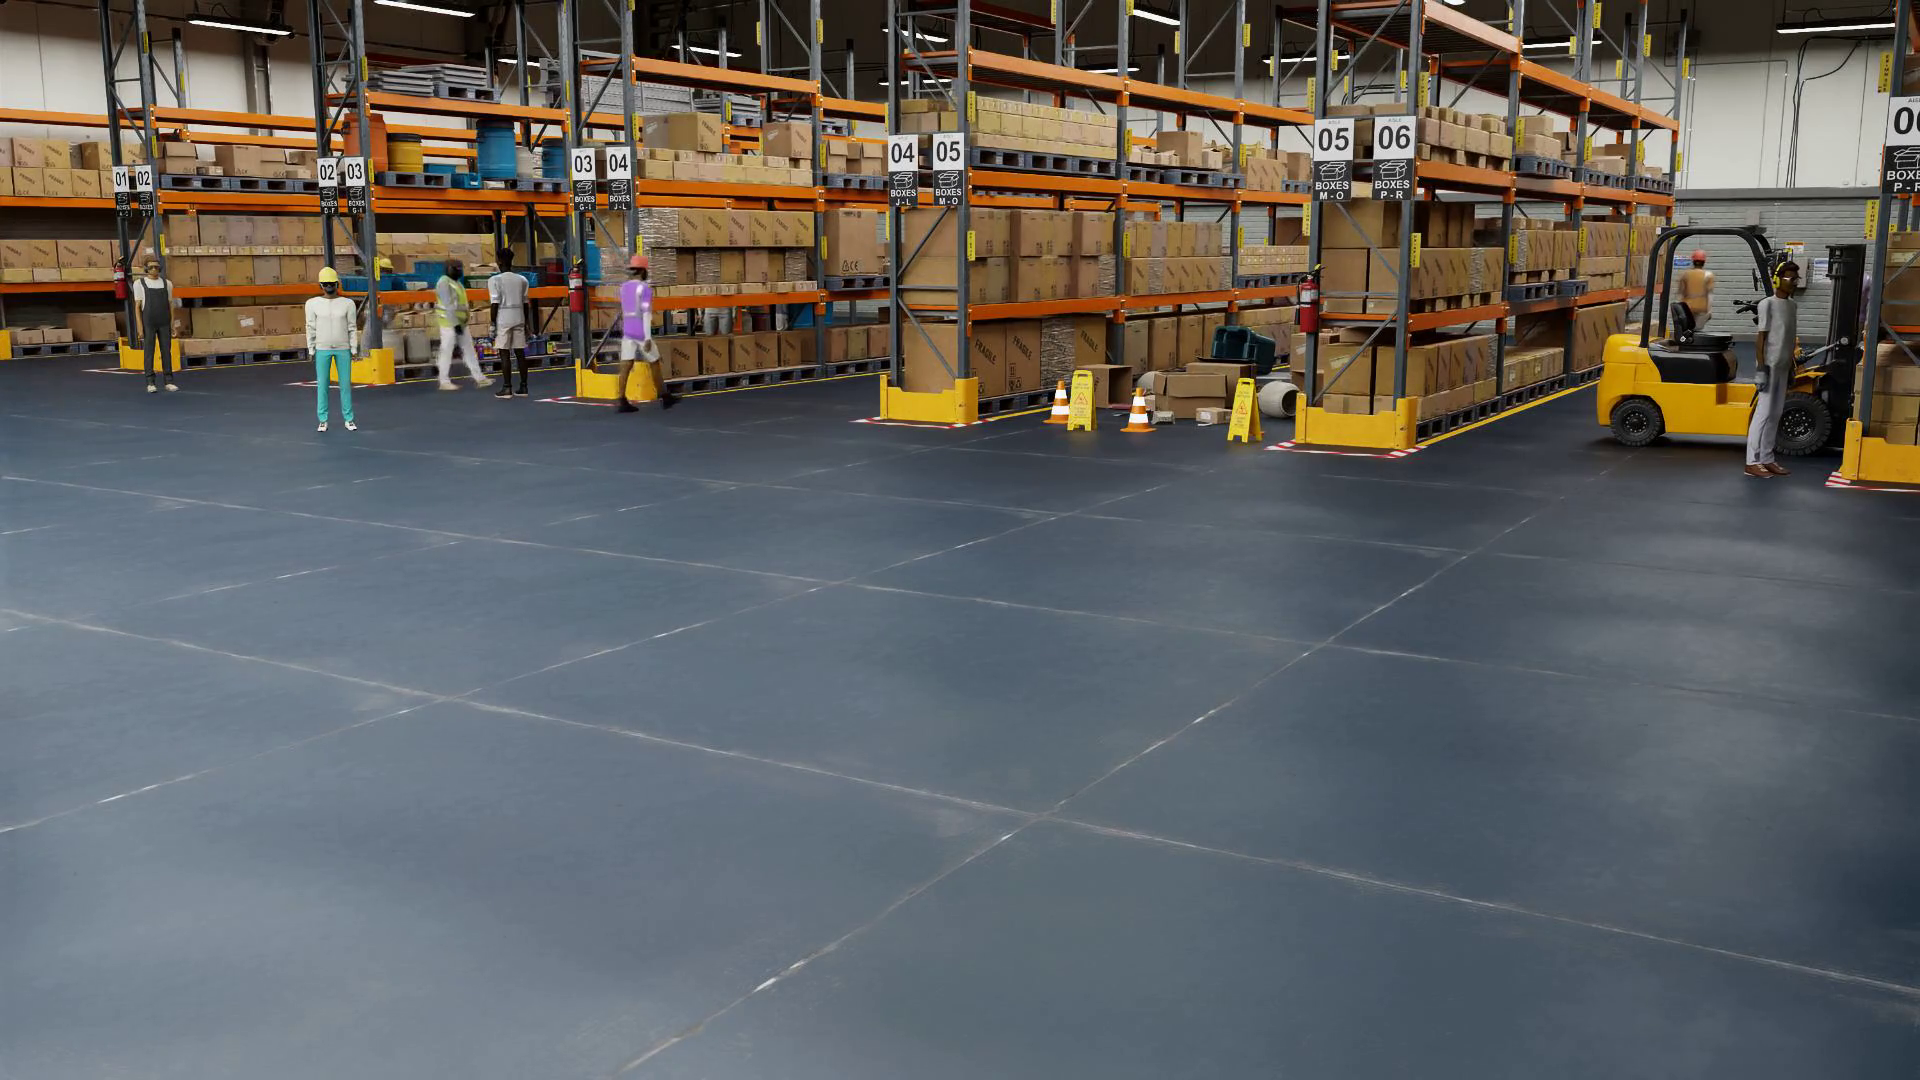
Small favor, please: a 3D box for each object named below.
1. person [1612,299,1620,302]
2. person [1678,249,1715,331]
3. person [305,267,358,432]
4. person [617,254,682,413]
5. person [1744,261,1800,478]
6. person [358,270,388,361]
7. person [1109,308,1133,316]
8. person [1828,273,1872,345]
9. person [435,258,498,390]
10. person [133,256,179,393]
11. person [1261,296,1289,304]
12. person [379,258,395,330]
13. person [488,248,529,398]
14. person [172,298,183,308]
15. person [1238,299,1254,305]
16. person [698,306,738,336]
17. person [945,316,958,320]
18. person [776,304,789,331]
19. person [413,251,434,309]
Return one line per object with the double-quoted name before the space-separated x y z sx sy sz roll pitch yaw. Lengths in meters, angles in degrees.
"person" 12.290 -4.427 30.981 0.940 1.874 0.593 3 11 16
"person" 12.124 -3.828 27.440 0.543 1.926 0.544 7 12 33
"person" -6.766 -2.051 17.948 0.525 1.769 0.315 -5 11 -26
"person" -3.811 -2.490 20.055 0.572 1.884 0.972 8 13 36
"person" 7.102 -1.475 14.458 0.537 1.860 0.312 -7 12 -34
"person" -9.170 -3.384 25.829 0.545 1.602 0.782 6 12 30
"person" 2.951 -4.262 30.526 0.539 1.695 0.317 7 12 35
"person" 12.770 -3.179 23.859 0.580 1.918 0.402 5 11 28
"person" -6.868 -2.966 22.972 0.809 1.811 0.632 1 10 8
"person" -10.956 -2.935 22.678 0.511 1.845 0.341 -10 14 -44
"person" 6.334 -4.862 33.390 0.651 1.875 0.881 8 13 36
"person" -9.737 -3.893 28.272 0.330 1.765 0.533 -10 14 -44
"person" -5.926 -2.845 21.832 0.361 1.963 0.613 8 13 38
"person" -14.579 -4.248 30.648 0.537 1.626 0.331 0 10 -3
"person" 5.446 -4.563 32.201 0.521 1.722 0.558 5 11 26
"person" -3.668 -3.425 25.204 0.629 1.932 0.373 0 10 0
"person" 0.033 -3.016 22.612 0.606 2.035 0.403 6 12 31
"person" -3.081 -3.804 28.133 0.507 1.632 0.285 9 13 41
"person" -10.544 -4.742 32.699 0.641 1.874 0.474 7 12 32
